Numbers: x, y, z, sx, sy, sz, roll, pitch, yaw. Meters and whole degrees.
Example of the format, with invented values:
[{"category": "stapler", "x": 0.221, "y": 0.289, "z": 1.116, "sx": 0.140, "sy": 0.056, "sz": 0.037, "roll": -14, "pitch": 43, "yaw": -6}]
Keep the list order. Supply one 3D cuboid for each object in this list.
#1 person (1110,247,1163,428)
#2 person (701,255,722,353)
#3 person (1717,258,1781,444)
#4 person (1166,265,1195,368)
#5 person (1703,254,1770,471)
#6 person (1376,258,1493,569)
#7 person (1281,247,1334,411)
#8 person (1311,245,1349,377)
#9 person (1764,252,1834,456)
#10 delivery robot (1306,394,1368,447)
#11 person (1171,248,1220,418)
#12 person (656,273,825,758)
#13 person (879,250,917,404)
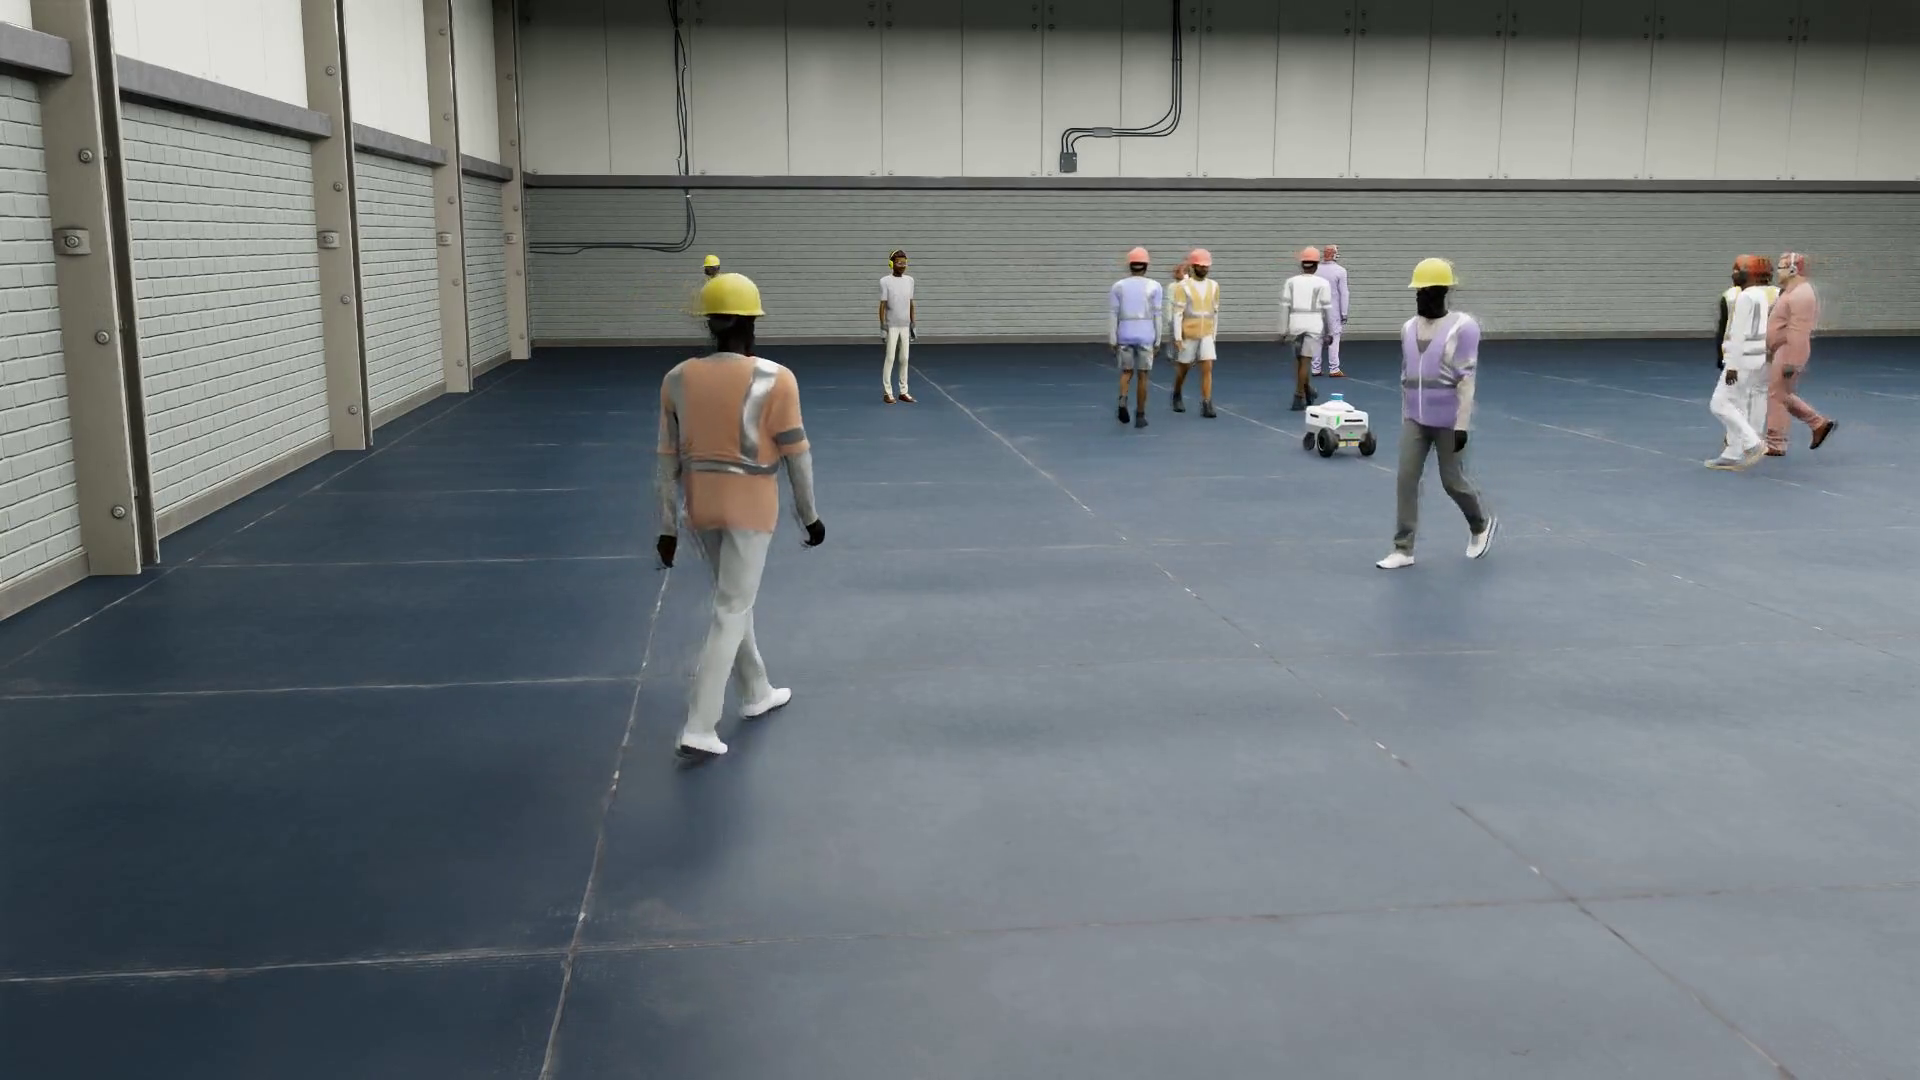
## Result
[{"category": "person", "x": 1.871, "y": -2.145, "z": 17.664, "sx": 0.546, "sy": 1.919, "sz": 0.528, "roll": 4, "pitch": 11, "yaw": 22}, {"category": "person", "x": -3.482, "y": -3.147, "z": 23.579, "sx": 0.327, "sy": 1.767, "sz": 0.533, "roll": -5, "pitch": 12, "yaw": -27}, {"category": "person", "x": 7.537, "y": -1.763, "z": 15.826, "sx": 0.645, "sy": 1.827, "sz": 0.633, "roll": 6, "pitch": 12, "yaw": 31}, {"category": "person", "x": 3.453, "y": -3.507, "z": 26.009, "sx": 0.509, "sy": 1.593, "sz": 0.858, "roll": -3, "pitch": 11, "yaw": -15}, {"category": "person", "x": 6.732, "y": -1.514, "z": 14.316, "sx": 0.440, "sy": 1.877, "sz": 0.612, "roll": 8, "pitch": 13, "yaw": 38}, {"category": "person", "x": 2.964, "y": -0.778, "z": 10.225, "sx": 0.835, "sy": 1.902, "sz": 0.586, "roll": -8, "pitch": 13, "yaw": -36}, {"category": "person", "x": 4.138, "y": -2.492, "z": 19.635, "sx": 0.574, "sy": 1.888, "sz": 0.962, "roll": 7, "pitch": 12, "yaw": 34}, {"category": "person", "x": 5.339, "y": -3.303, "z": 24.047, "sx": 0.643, "sy": 1.908, "sz": 0.408, "roll": 10, "pitch": 14, "yaw": 42}, {"category": "person", "x": 7.695, "y": -1.700, "z": 15.322, "sx": 0.630, "sy": 1.888, "sz": 0.650, "roll": 5, "pitch": 11, "yaw": 24}, {"category": "delivery robot", "x": 3.519, "y": -1.122, "z": 15.543, "sx": 0.477, "sy": 0.478, "sz": 0.707, "roll": -2, "pitch": 11, "yaw": -13}, {"category": "person", "x": 2.675, "y": -2.364, "z": 18.917, "sx": 0.554, "sy": 1.905, "sz": 0.949, "roll": -3, "pitch": 11, "yaw": -14}, {"category": "person", "x": -0.914, "y": -0.107, "z": 6.627, "sx": 0.595, "sy": 1.889, "sz": 0.973, "roll": 5, "pitch": 11, "yaw": 25}, {"category": "person", "x": -0.753, "y": -2.594, "z": 20.296, "sx": 0.515, "sy": 1.865, "sz": 0.313, "roll": -8, "pitch": 13, "yaw": -37}]
